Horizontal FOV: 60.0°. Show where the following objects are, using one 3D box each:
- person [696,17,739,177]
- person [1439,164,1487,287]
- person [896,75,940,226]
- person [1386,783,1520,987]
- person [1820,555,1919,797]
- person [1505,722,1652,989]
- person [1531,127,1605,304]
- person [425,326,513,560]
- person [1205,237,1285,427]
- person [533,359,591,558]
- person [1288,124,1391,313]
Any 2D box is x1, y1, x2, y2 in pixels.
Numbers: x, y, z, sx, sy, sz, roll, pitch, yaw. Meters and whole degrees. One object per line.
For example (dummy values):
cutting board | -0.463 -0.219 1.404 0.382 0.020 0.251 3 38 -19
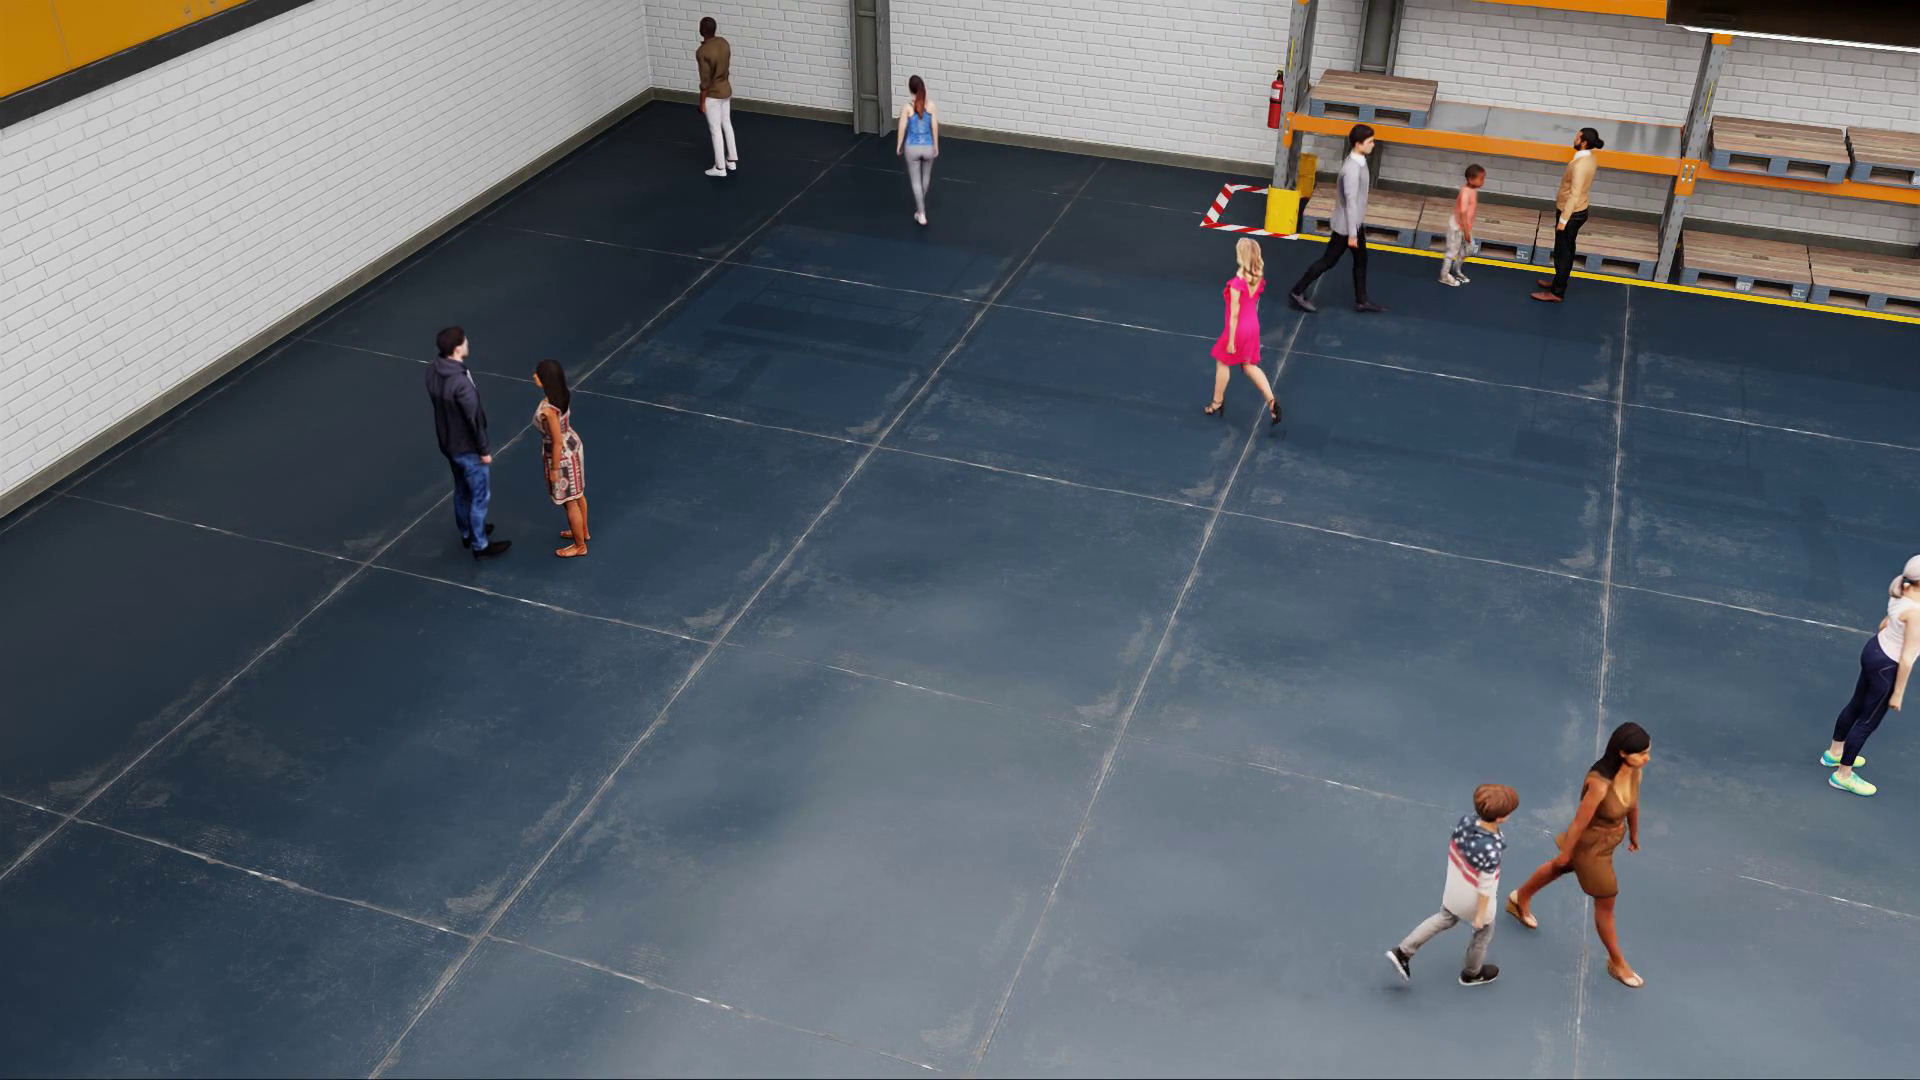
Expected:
person | -2.799 -5.105 19.118 0.642 1.825 0.760 18 38 25
person | 4.967 -3.175 16.690 0.614 1.297 0.578 21 39 29
person | -0.426 -4.180 17.935 0.904 1.592 0.936 -10 35 -15
person | 2.692 1.888 8.961 0.946 1.422 0.829 -10 35 -14
person | 5.737 0.805 10.337 0.566 1.702 0.633 7 34 10
person | 3.401 1.641 9.141 0.889 1.634 1.147 -28 43 -35
person | 5.995 -3.203 16.319 0.626 1.755 0.681 16 37 22
person | -3.733 -0.718 12.460 0.673 1.888 0.815 28 43 35
person | 2.472 -1.725 14.147 0.860 1.698 1.084 -28 42 -35
person | -2.994 -0.631 12.549 0.658 1.645 0.715 0 34 0
person | 3.621 -3.062 15.974 1.206 1.903 0.756 13 36 19
